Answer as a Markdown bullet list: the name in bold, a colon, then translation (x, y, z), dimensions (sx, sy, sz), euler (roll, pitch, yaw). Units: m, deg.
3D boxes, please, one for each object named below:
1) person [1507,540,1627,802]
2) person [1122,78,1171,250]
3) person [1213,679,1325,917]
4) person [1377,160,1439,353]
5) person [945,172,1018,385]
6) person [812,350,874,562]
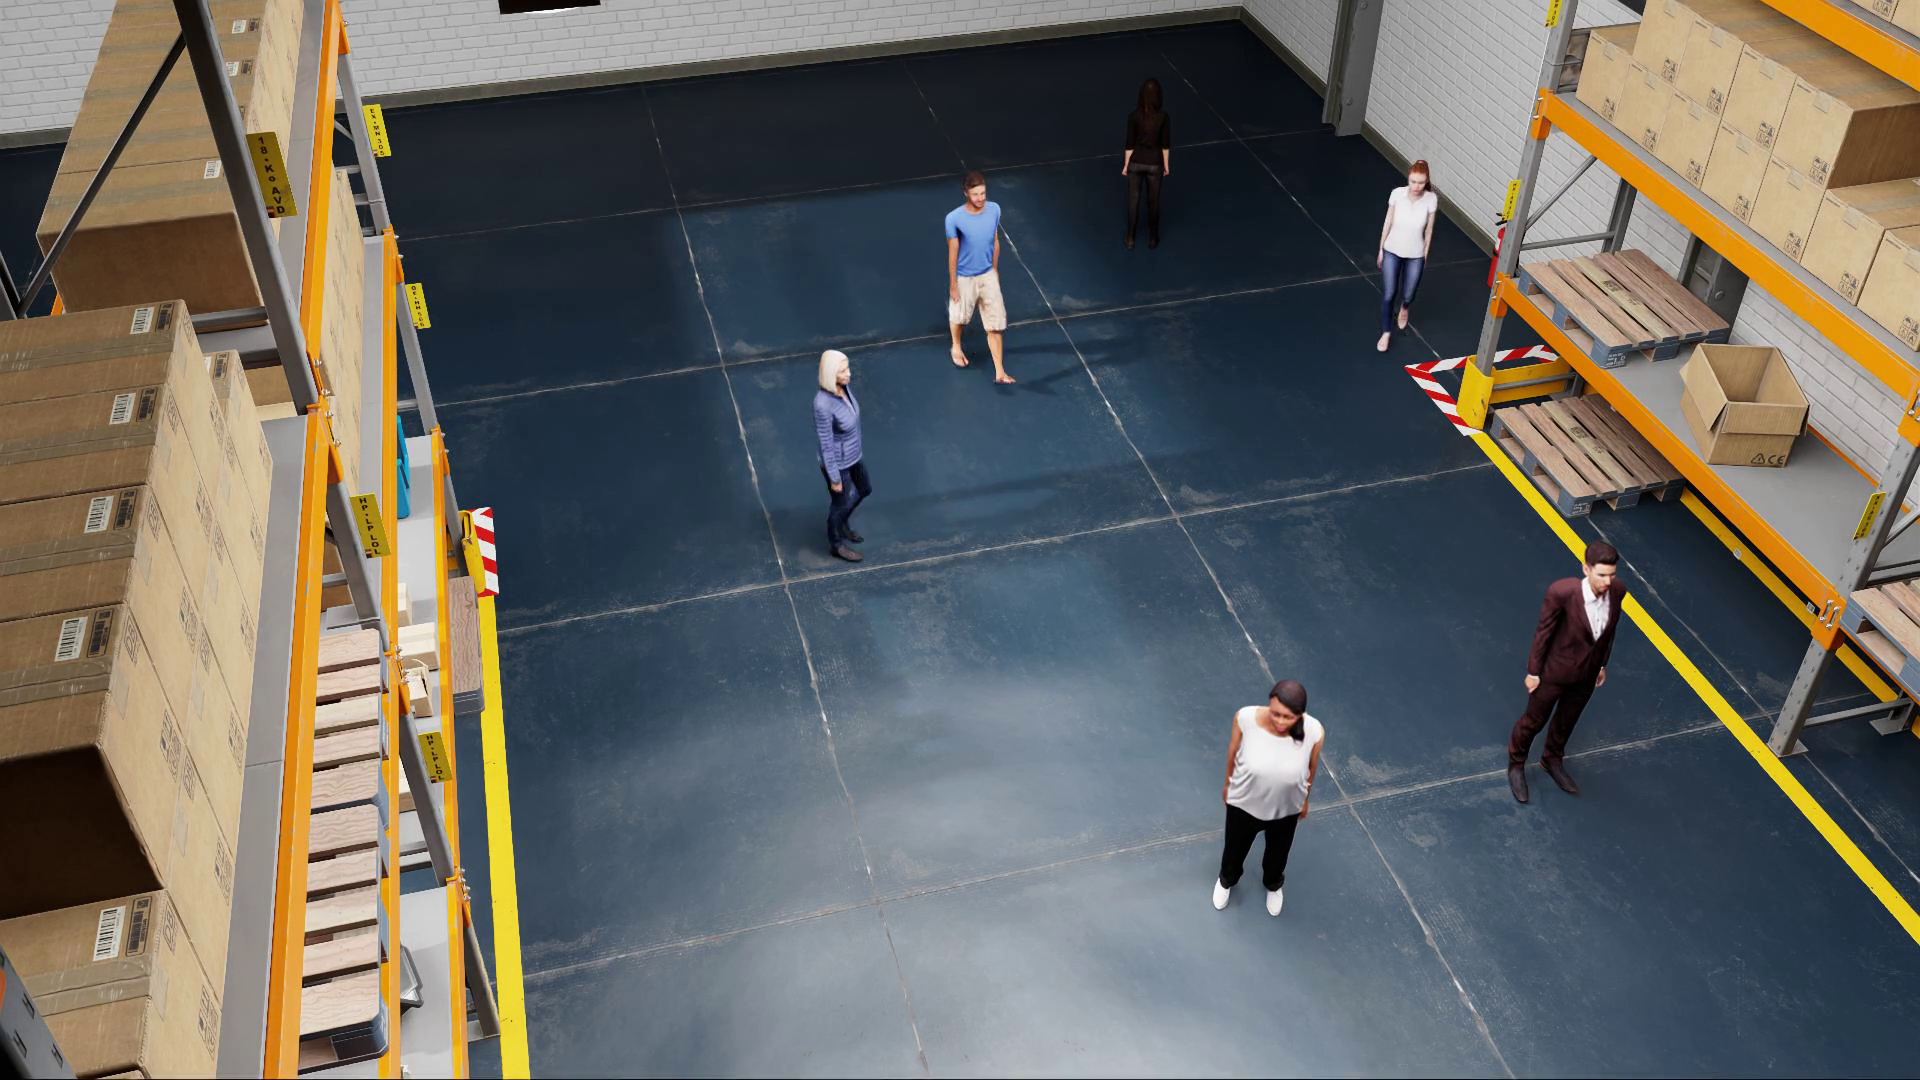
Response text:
- **person**: translation (3.632, 0.755, 9.943), dimensions (0.680, 1.866, 0.595), euler (-8, 39, -9)
- **person**: translation (1.723, -3.477, 15.422), dimensions (0.644, 1.640, 0.606), euler (1, 39, 2)
- **person**: translation (1.714, 1.422, 9.250), dimensions (0.750, 1.687, 0.758), euler (7, 39, 9)
- **person**: translation (3.760, -2.444, 14.061), dimensions (0.788, 1.725, 0.878), euler (14, 41, 17)
- **person**: translation (0.068, -2.218, 13.698), dimensions (0.741, 1.825, 1.166), euler (-14, 41, -17)
- **person**: translation (-0.921, -0.607, 11.751), dimensions (0.823, 1.737, 0.707), euler (11, 40, 13)
